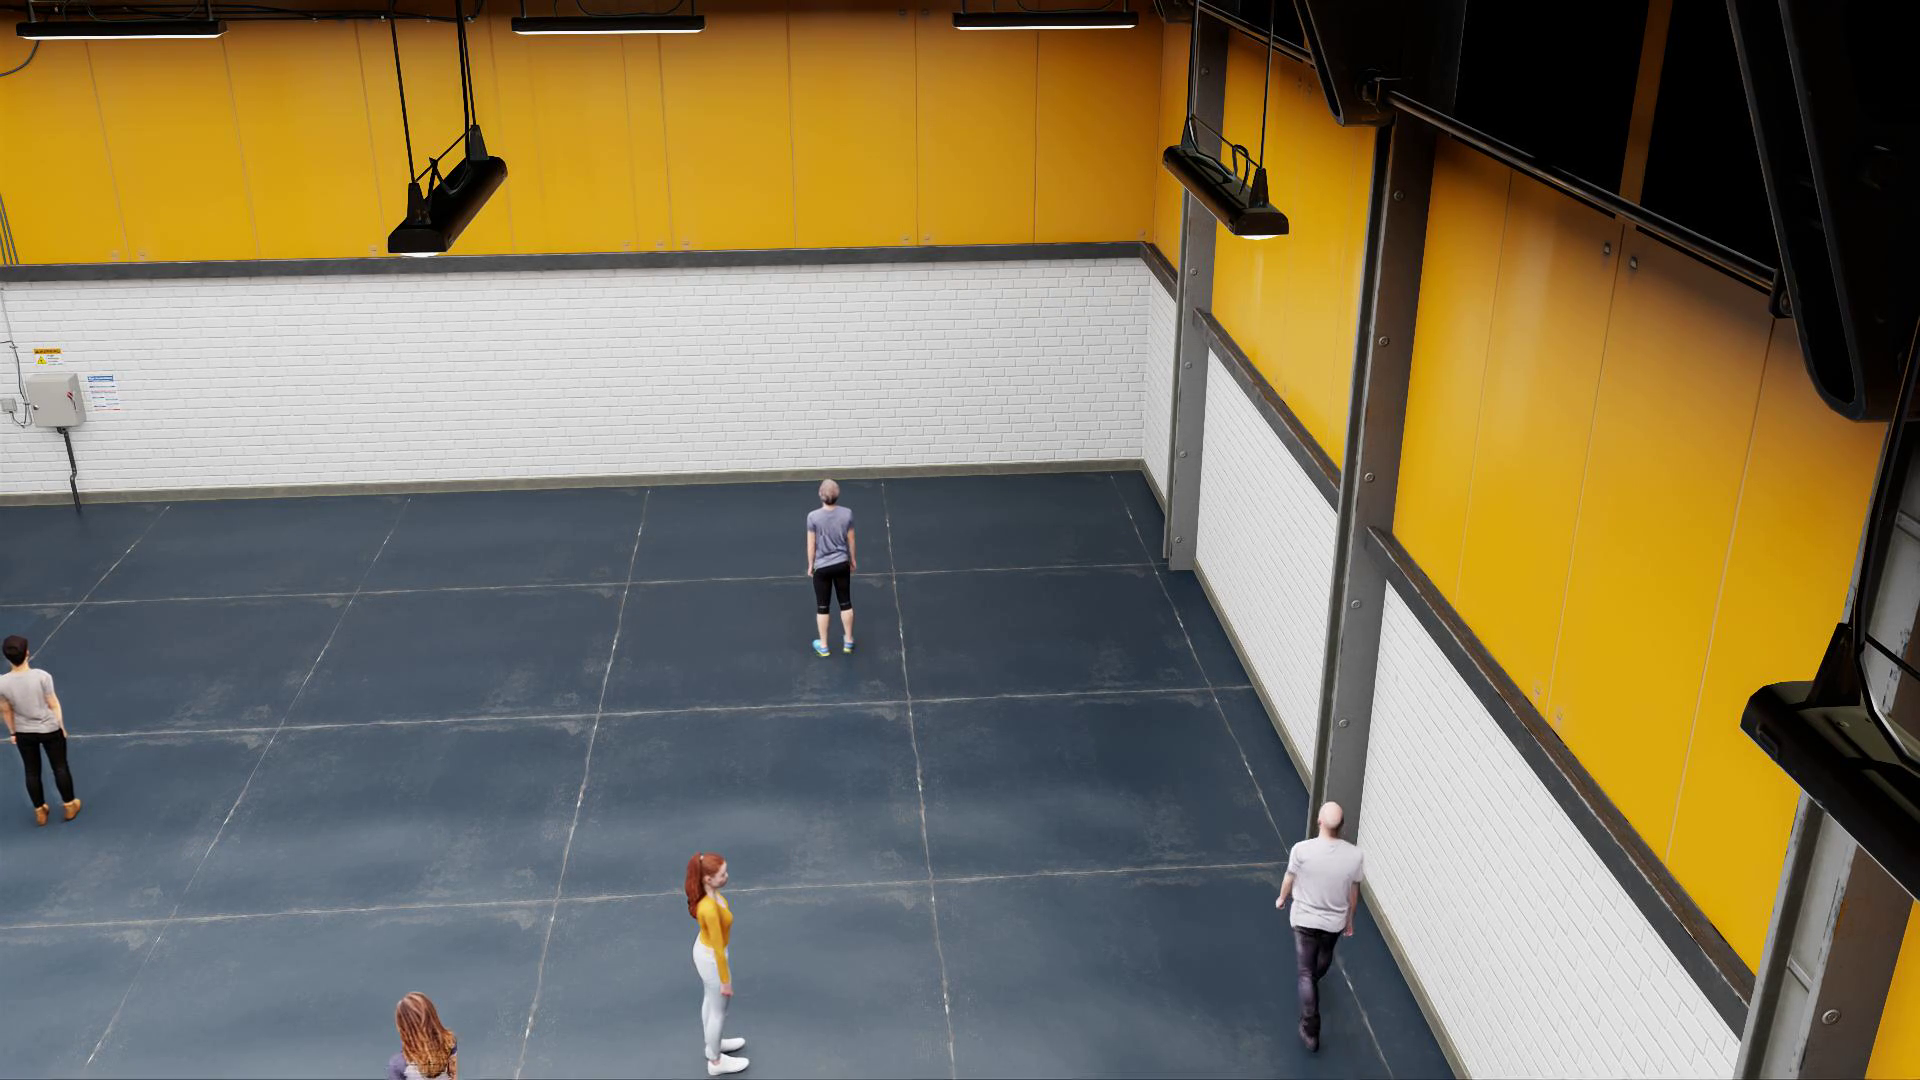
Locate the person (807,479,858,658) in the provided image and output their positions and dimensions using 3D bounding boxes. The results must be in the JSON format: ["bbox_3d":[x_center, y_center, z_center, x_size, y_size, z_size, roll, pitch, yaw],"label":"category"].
[{"bbox_3d":[-1.302,0.274,16.895,0.709,1.886,0.650,-7,25,-16],"label":"person"}]

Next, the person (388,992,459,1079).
[{"bbox_3d":[-3.091,3.448,9.850,0.940,1.715,0.877,19,30,37],"label":"person"}]

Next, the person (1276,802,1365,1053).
[{"bbox_3d":[2.488,2.691,11.491,0.724,1.787,1.173,-1,24,-2],"label":"person"}]

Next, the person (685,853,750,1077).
[{"bbox_3d":[-1.670,2.842,11.187,0.708,1.753,0.595,-9,25,-19],"label":"person"}]

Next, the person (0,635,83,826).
[{"bbox_3d":[-7.814,1.598,14.076,0.620,1.718,0.572,-5,24,-12],"label":"person"}]
